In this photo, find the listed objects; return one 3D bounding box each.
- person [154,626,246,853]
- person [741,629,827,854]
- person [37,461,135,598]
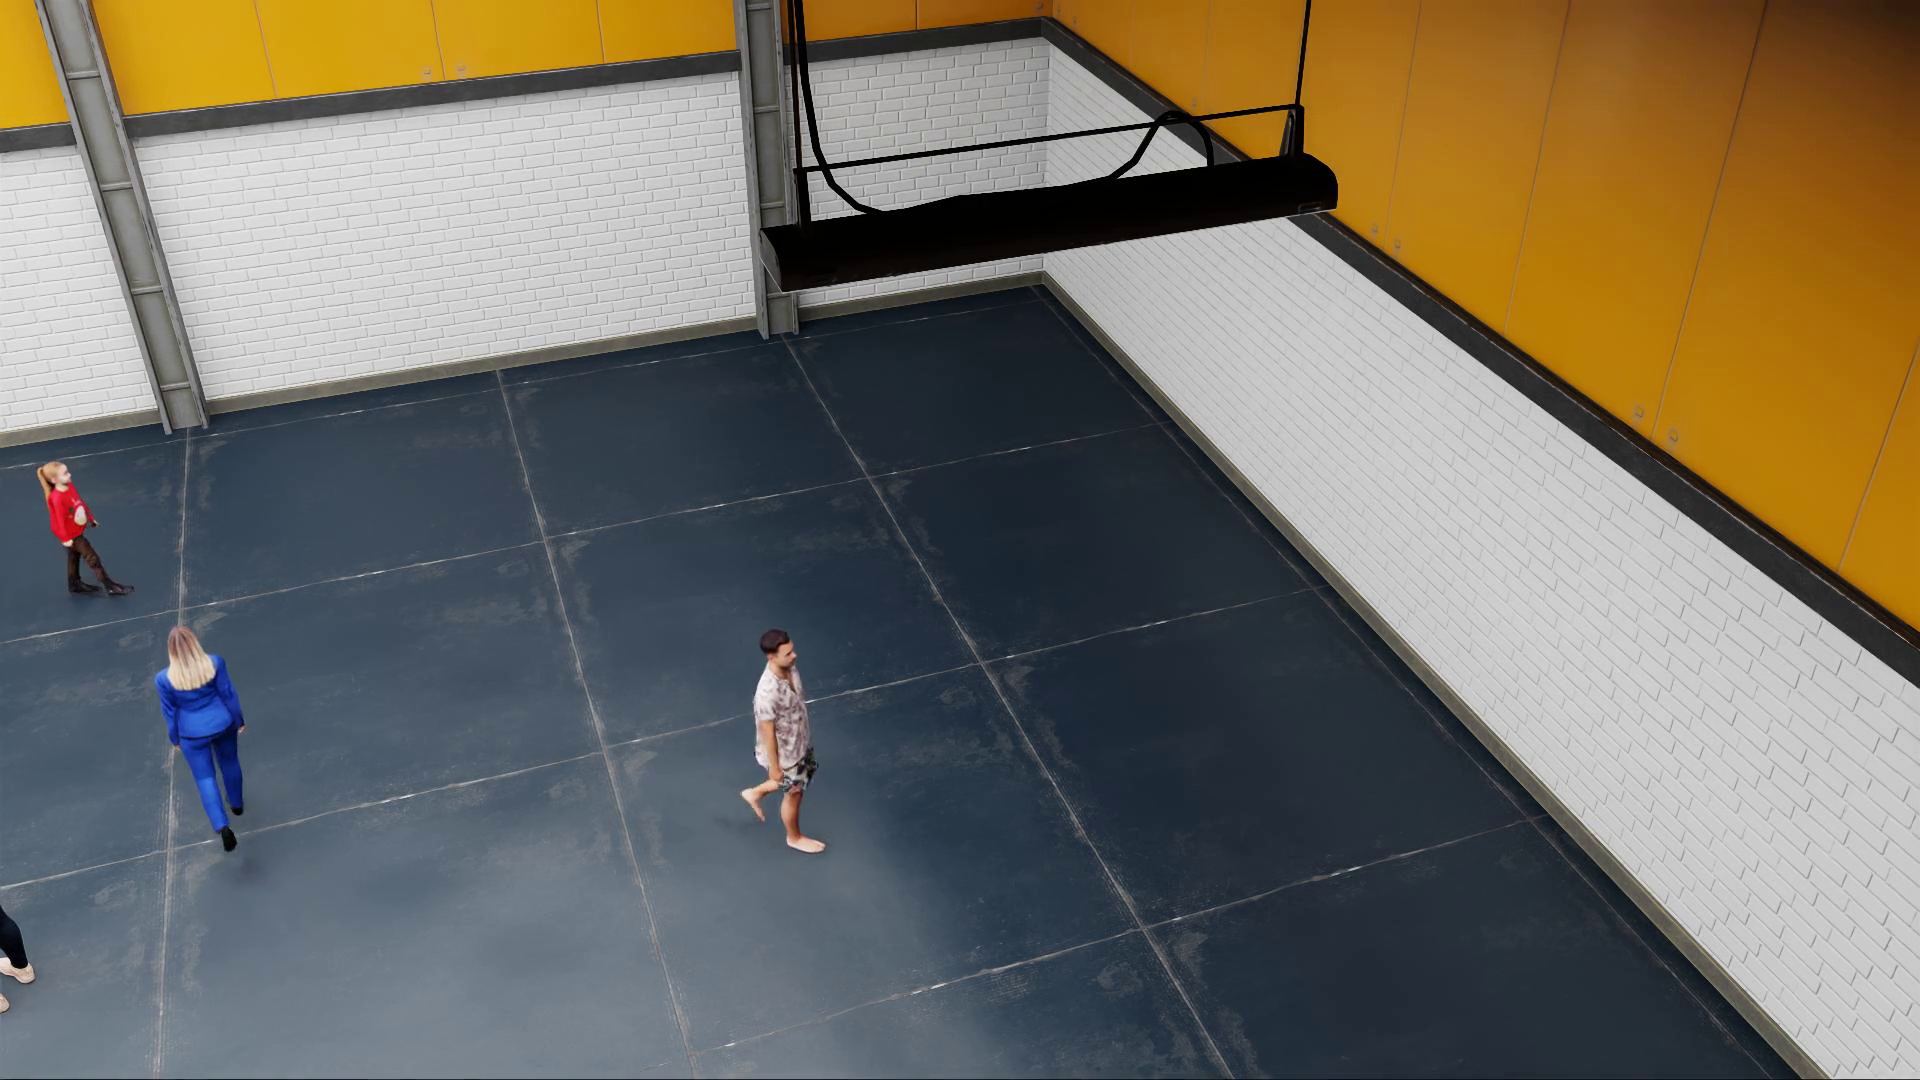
[{"bbox_3d":[-5.025,1.333,11.151,0.990,1.679,0.809,-18,38,-25],"label":"person"},{"bbox_3d":[-1.241,1.330,11.047,1.015,1.799,0.924,9,35,13],"label":"person"},{"bbox_3d":[-7.331,-0.062,13.627,0.804,1.261,0.583,-6,34,-8],"label":"person"}]
